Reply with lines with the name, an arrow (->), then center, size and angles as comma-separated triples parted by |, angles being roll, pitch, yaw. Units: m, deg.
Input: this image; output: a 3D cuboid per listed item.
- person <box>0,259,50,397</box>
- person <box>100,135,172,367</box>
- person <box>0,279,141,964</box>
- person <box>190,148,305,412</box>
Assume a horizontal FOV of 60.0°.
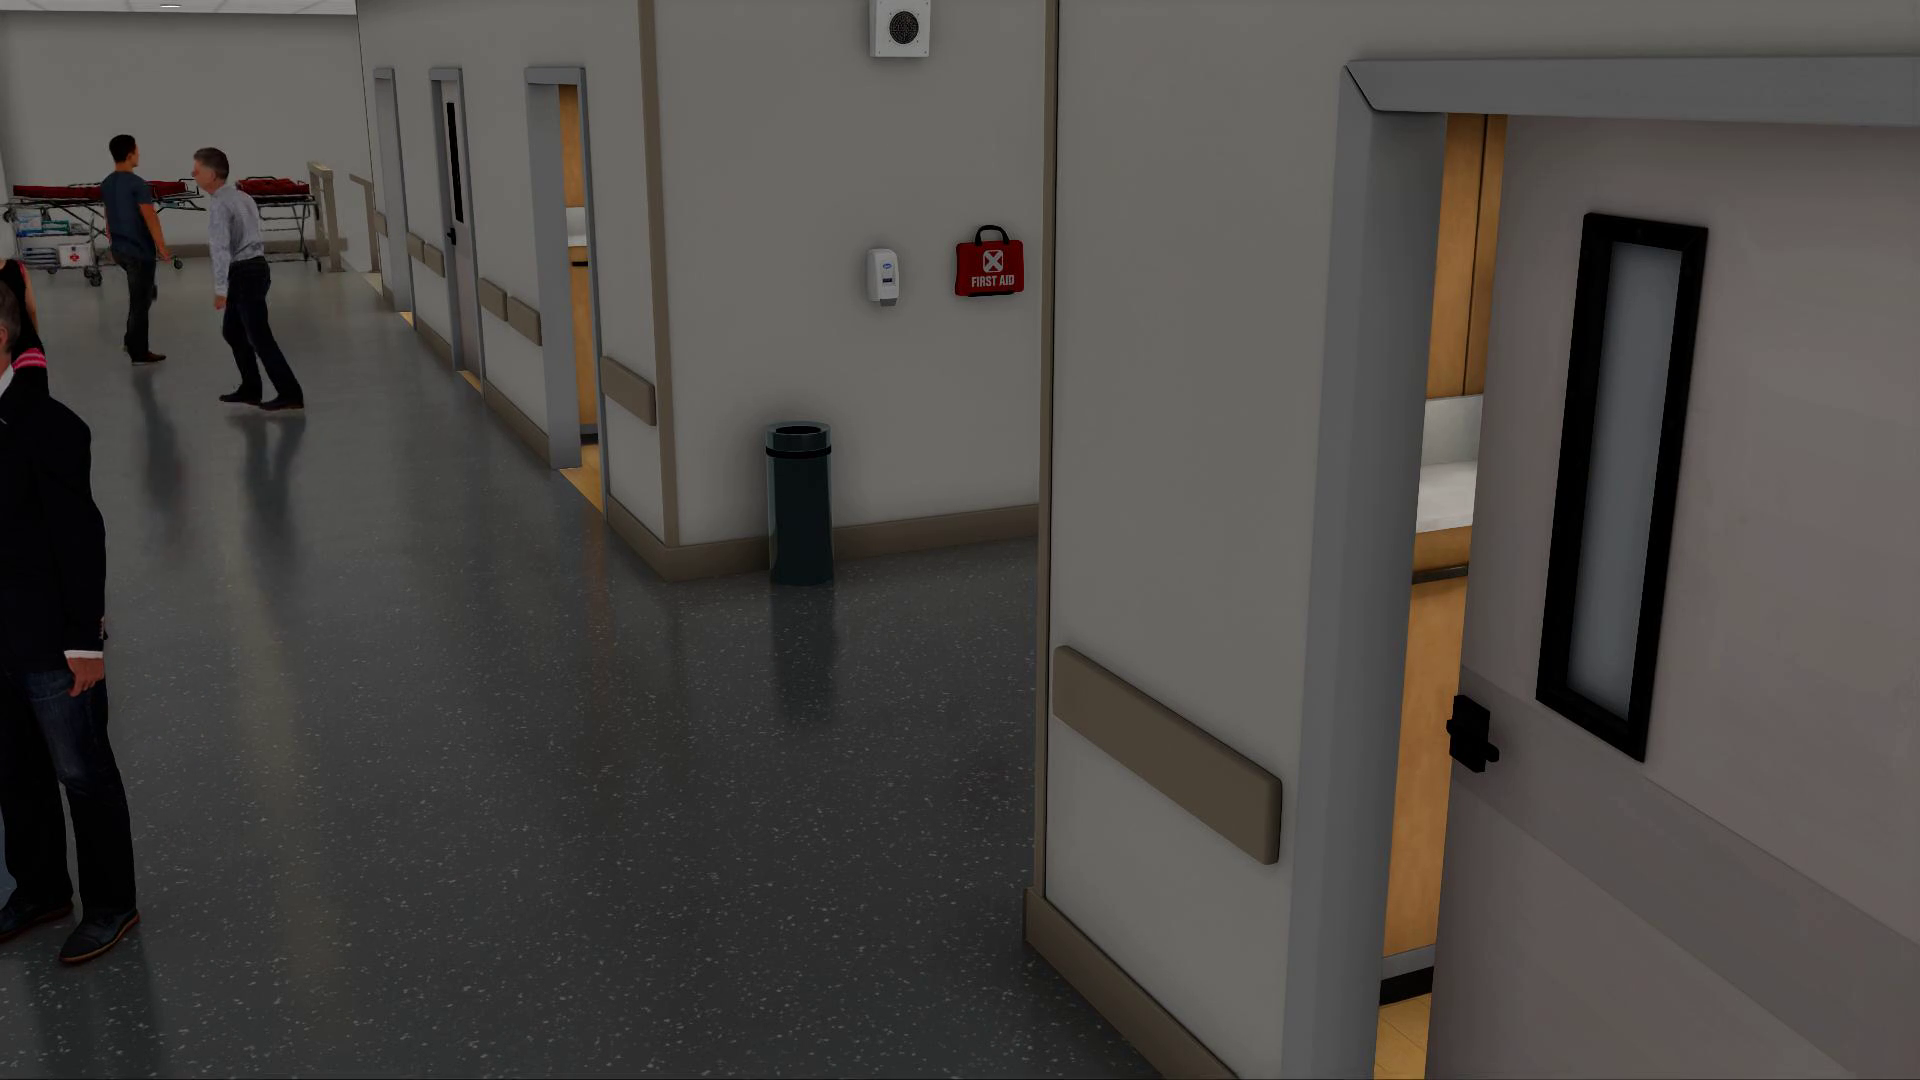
person -> -5.230, -1.013, 9.204 | 0.775, 1.523, 1.042 | -15, 21, -42
person -> -6.613, -2.270, 13.154 | 0.733, 1.799, 0.840 | 11, 19, 33
person -> -2.454, 0.201, 4.359 | 0.766, 1.815, 0.819 | 5, 17, 18
person -> -4.804, -1.748, 11.349 | 0.861, 1.775, 0.861 | 0, 16, -1
